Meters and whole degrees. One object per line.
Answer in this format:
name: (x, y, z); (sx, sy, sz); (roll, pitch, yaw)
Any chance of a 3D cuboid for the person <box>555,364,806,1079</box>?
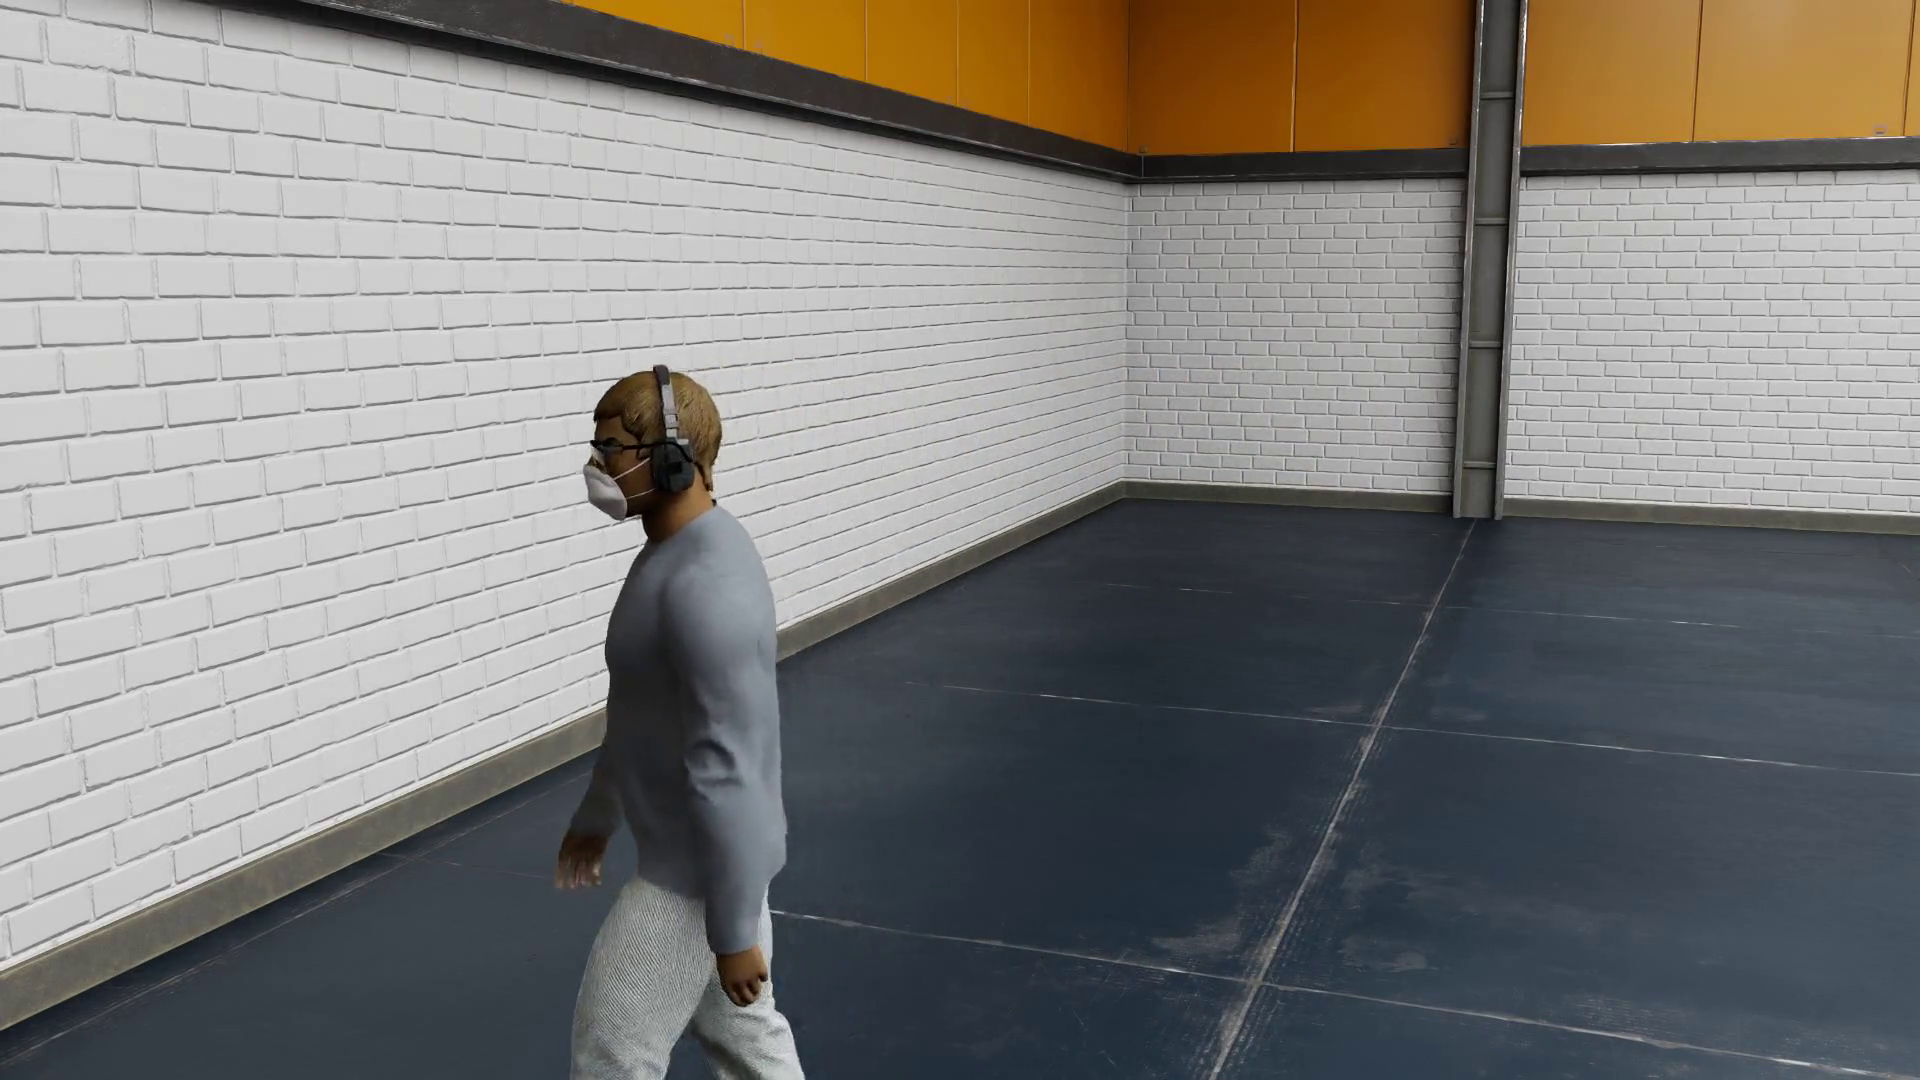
person: (-0.644, 0.631, 3.143); (0.854, 1.906, 0.643); (-1, 9, -9)
